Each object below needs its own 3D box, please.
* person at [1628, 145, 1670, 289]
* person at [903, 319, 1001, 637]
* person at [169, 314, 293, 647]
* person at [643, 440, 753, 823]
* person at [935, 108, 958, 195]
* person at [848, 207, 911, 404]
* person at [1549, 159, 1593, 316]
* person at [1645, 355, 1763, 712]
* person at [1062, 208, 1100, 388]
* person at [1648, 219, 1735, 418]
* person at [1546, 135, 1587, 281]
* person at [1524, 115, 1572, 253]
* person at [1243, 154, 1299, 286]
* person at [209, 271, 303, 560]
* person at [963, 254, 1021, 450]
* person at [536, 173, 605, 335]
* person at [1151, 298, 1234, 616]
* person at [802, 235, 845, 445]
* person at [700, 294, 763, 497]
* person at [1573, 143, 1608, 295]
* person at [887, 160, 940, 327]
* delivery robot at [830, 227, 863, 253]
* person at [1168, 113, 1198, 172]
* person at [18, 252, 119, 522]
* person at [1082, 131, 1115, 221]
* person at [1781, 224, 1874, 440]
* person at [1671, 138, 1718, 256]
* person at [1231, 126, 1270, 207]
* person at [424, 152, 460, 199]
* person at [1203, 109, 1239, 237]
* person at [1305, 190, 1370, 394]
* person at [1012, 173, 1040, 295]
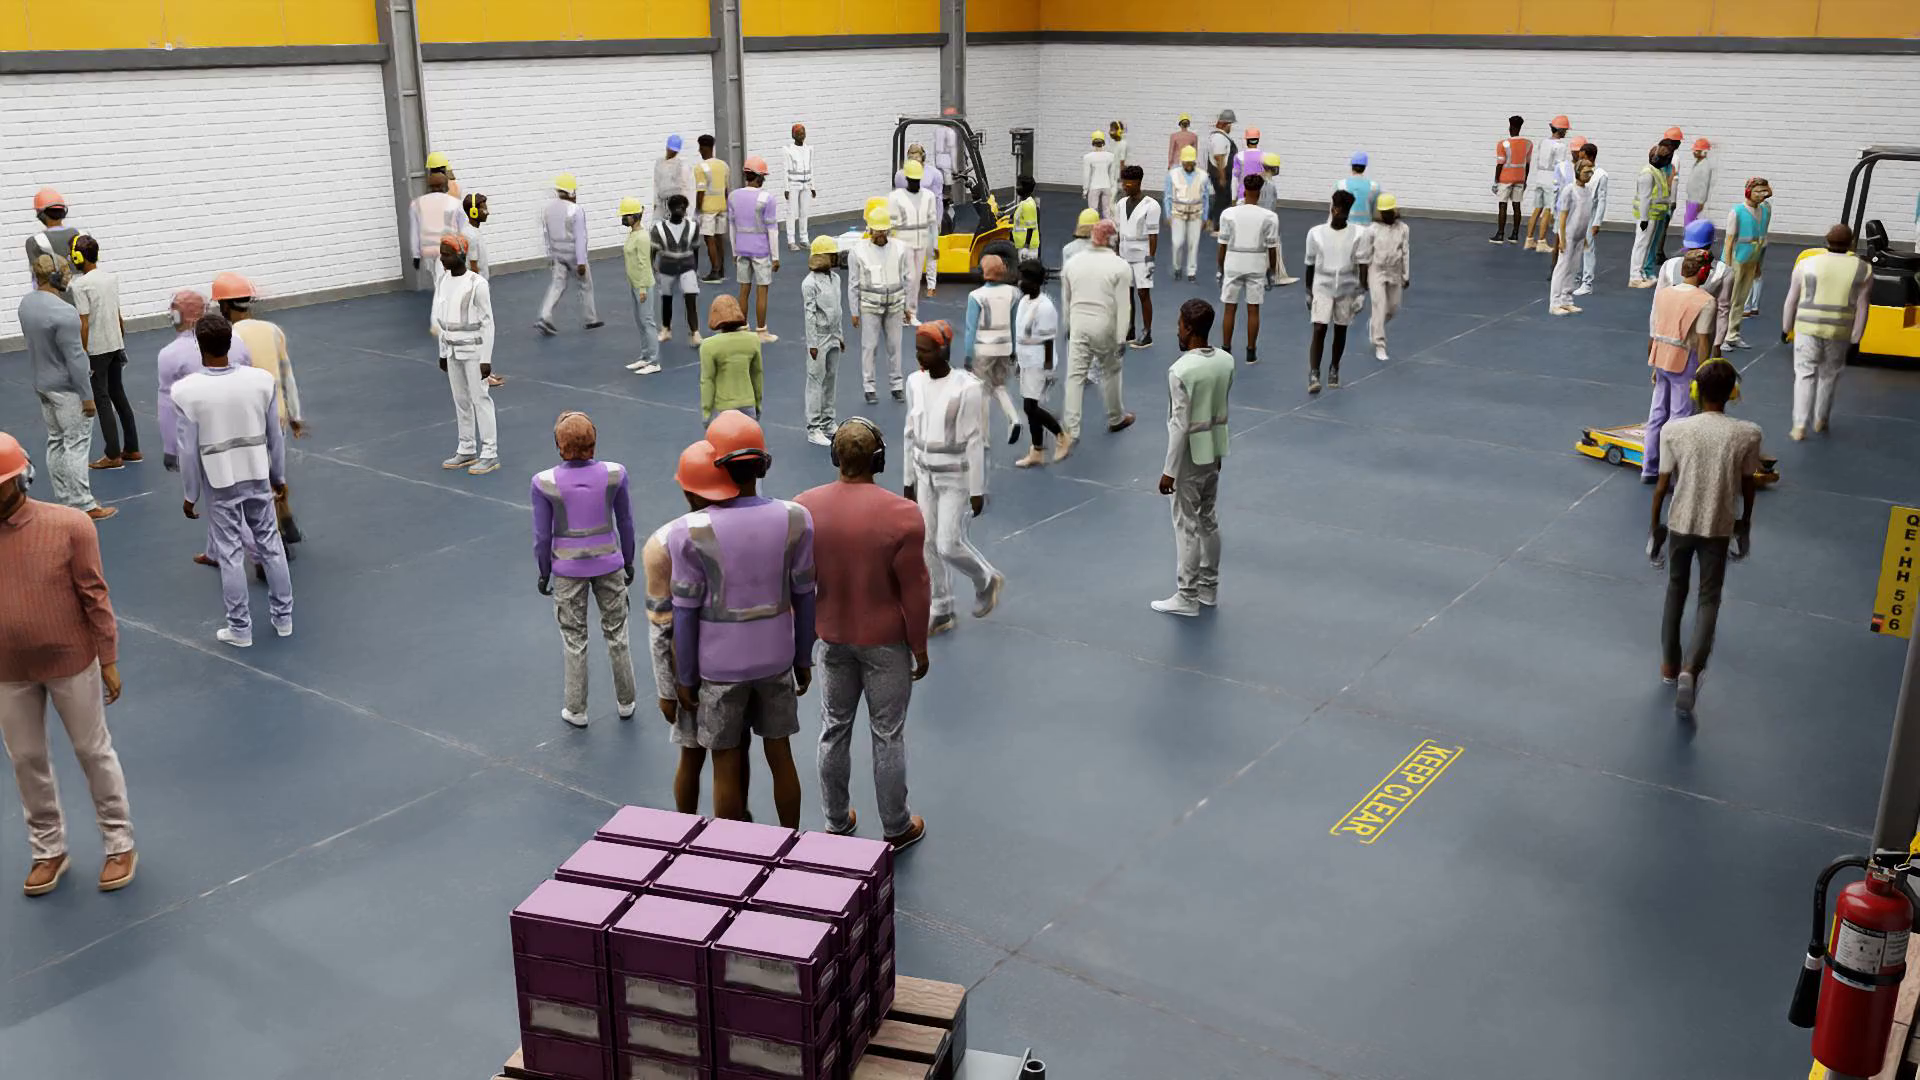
[{"bbox_3d":[9.073,-4.246,21.864,0.429,1.840,0.633,11,21,31],"label":"person"},{"bbox_3d":[-0.062,-0.359,9.648,0.608,1.871,0.497,17,24,42],"label":"person"},{"bbox_3d":[-4.131,-0.331,9.487,0.587,1.920,0.392,-16,24,-41],"label":"person"},{"bbox_3d":[-1.004,0.516,6.841,0.547,1.926,0.400,-15,23,-40],"label":"person"},{"bbox_3d":[-0.267,-6.452,28.675,0.526,1.919,0.619,-11,21,-31],"label":"person"},{"bbox_3d":[-0.735,-2.163,15.387,0.600,1.819,0.403,-6,19,-19],"label":"person"},{"bbox_3d":[7.335,-3.613,19.872,0.506,1.845,0.342,-12,21,-34],"label":"person"},{"bbox_3d":[3.868,-0.037,8.705,0.507,1.839,0.812,9,20,27],"label":"person"},{"bbox_3d":[1.222,-2.312,15.980,0.508,1.724,0.415,6,19,18],"label":"person"},{"bbox_3d":[5.912,-1.636,13.540,0.603,1.938,0.401,13,22,35],"label":"person"},{"bbox_3d":[8.193,-4.434,22.295,0.551,1.933,0.378,5,18,16],"label":"person"},{"bbox_3d":[8.891,-5.351,25.031,0.454,2.029,0.620,-5,18,-15],"label":"person"},{"bbox_3d":[4.095,-4.199,21.896,0.877,1.730,0.540,-4,18,-13],"label":"person"},{"bbox_3d":[-4.657,-0.805,10.982,0.477,1.914,0.580,6,19,19],"label":"person"},{"bbox_3d":[0.287,-1.531,13.710,0.547,1.625,0.430,-14,22,-36],"label":"person"},{"bbox_3d":[-4.433,-3.202,18.667,0.600,1.803,0.873,11,21,31],"label":"person"},{"bbox_3d":[1.415,-0.488,9.981,0.376,1.917,0.600,14,22,37],"label":"person"},{"bbox_3d":[-1.129,-1.684,14.003,0.289,1.746,0.486,9,20,26],"label":"person"},{"bbox_3d":[-1.614,-0.935,11.868,0.505,1.622,0.306,-15,23,-38],"label":"person"},{"bbox_3d":[8.019,-4.106,21.305,0.377,1.912,0.592,-5,18,-16],"label":"person"},{"bbox_3d":[-0.533,-3.392,19.095,0.584,1.904,0.455,-10,20,-29],"label":"person"},{"bbox_3d":[-1.523,-4.212,23.681,0.707,0.478,0.477,-9,20,-26],"label":"delivery robot"},{"bbox_3d":[3.981,-6.734,29.789,0.531,1.755,0.339,-3,18,-9],"label":"person"},{"bbox_3d":[-6.339,-1.064,11.775,0.634,1.930,0.384,12,22,34],"label":"person"},{"bbox_3d":[2.114,-5.367,25.494,0.526,1.765,0.329,-6,19,-19],"label":"person"},{"bbox_3d":[7.361,-1.780,14.191,0.630,1.837,0.581,7,19,21],"label":"person"},{"bbox_3d":[10.947,-5.064,24.591,0.582,1.731,0.574,3,18,8],"label":"person"},{"bbox_3d":[4.211,-5.015,24.146,0.560,1.924,0.424,2,18,6],"label":"person"},{"bbox_3d":[-6.120,-3.628,19.790,0.382,1.924,0.594,2,18,6],"label":"person"},{"bbox_3d":[4.241,-5.888,26.673,0.537,2.000,0.690,5,18,14],"label":"person"},{"bbox_3d":[3.567,-2.339,15.795,0.600,1.909,0.962,3,18,9],"label":"person"},{"bbox_3d":[0.779,-3.490,19.726,0.321,1.697,0.530,-1,18,-3],"label":"person"}]
